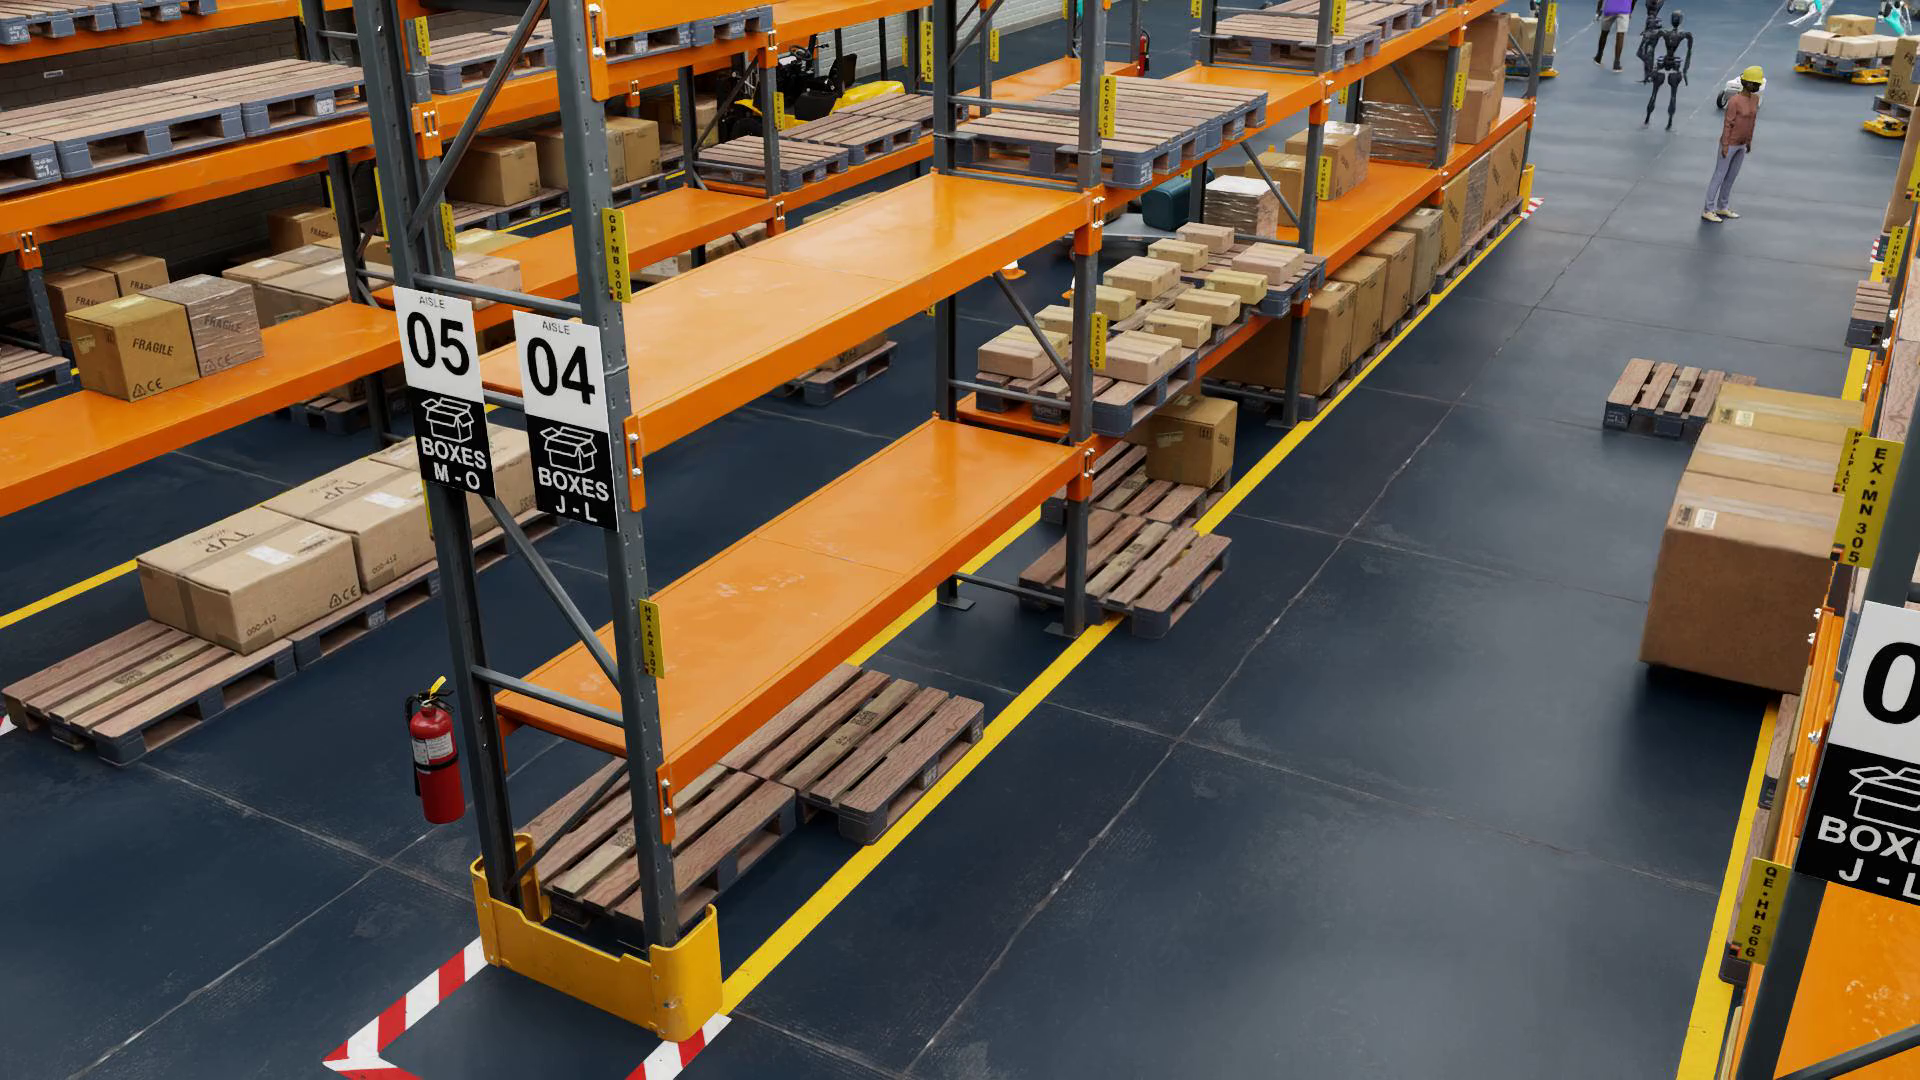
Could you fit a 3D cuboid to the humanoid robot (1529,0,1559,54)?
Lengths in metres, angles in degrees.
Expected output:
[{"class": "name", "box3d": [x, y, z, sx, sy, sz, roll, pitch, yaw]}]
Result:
[{"class": "humanoid robot", "box3d": [9.695, -8.486, 27.385, 0.550, 1.876, 0.693, -15, 29, -28]}]

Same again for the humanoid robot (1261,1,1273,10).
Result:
[{"class": "humanoid robot", "box3d": [4.421, -7.057, 24.452, 0.599, 1.653, 0.762, 16, 30, 30]}]

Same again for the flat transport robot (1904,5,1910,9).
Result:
[{"class": "flat transport robot", "box3d": [20.240, -11.090, 34.387, 1.431, 0.231, 0.659, -13, 28, -24]}]

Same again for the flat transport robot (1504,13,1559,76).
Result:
[{"class": "flat transport robot", "box3d": [9.169, -7.875, 27.705, 1.431, 0.231, 0.659, 2, 26, 3]}]

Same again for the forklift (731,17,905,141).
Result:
[{"class": "forklift", "box3d": [-1.819, -5.975, 21.543, 2.313, 2.155, 1.214, 14, 29, 26]}]

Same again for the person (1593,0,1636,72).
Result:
[{"class": "person", "box3d": [11.025, -8.892, 27.962, 0.641, 1.888, 0.901, 10, 27, 19]}]

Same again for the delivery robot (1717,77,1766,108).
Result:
[{"class": "delivery robot", "box3d": [11.835, -6.784, 25.105, 0.774, 0.592, 0.499, -22, 33, -38]}]

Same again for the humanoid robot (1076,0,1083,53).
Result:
[{"class": "humanoid robot", "box3d": [2.284, -9.472, 29.357, 0.670, 1.807, 0.534, -22, 33, -37]}]

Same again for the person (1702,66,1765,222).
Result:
[{"class": "person", "box3d": [8.902, -4.534, 19.049, 0.520, 1.758, 0.347, -16, 30, -30]}]

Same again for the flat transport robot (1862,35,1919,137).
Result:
[{"class": "flat transport robot", "box3d": [13.652, -5.870, 23.539, 1.431, 0.231, 0.659, 0, 26, 0]}]

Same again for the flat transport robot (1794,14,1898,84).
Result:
[{"class": "flat transport robot", "box3d": [14.554, -7.735, 27.415, 0.659, 0.231, 1.431, -11, 28, -22]}]

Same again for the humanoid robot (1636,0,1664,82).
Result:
[{"class": "humanoid robot", "box3d": [11.183, -8.238, 26.835, 0.416, 1.652, 0.600, 7, 26, 13]}]

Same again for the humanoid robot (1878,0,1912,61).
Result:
[{"class": "humanoid robot", "box3d": [15.956, -8.927, 28.236, 0.531, 1.804, 0.786, -12, 28, -24]}]

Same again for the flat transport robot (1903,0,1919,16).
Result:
[{"class": "flat transport robot", "box3d": [19.532, -10.510, 33.181, 0.659, 0.231, 1.431, 8, 27, 16]}]

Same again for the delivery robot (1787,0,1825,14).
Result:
[{"class": "delivery robot", "box3d": [17.270, -10.982, 33.843, 0.788, 0.605, 0.499, -16, 30, -29]}]

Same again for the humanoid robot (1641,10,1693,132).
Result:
[{"class": "humanoid robot", "box3d": [10.019, -6.645, 23.529, 0.583, 1.651, 0.365, 10, 27, 20]}]

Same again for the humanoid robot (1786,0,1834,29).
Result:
[{"class": "humanoid robot", "box3d": [16.322, -10.536, 31.543, 1.015, 1.735, 0.549, 2, 26, 4]}]
